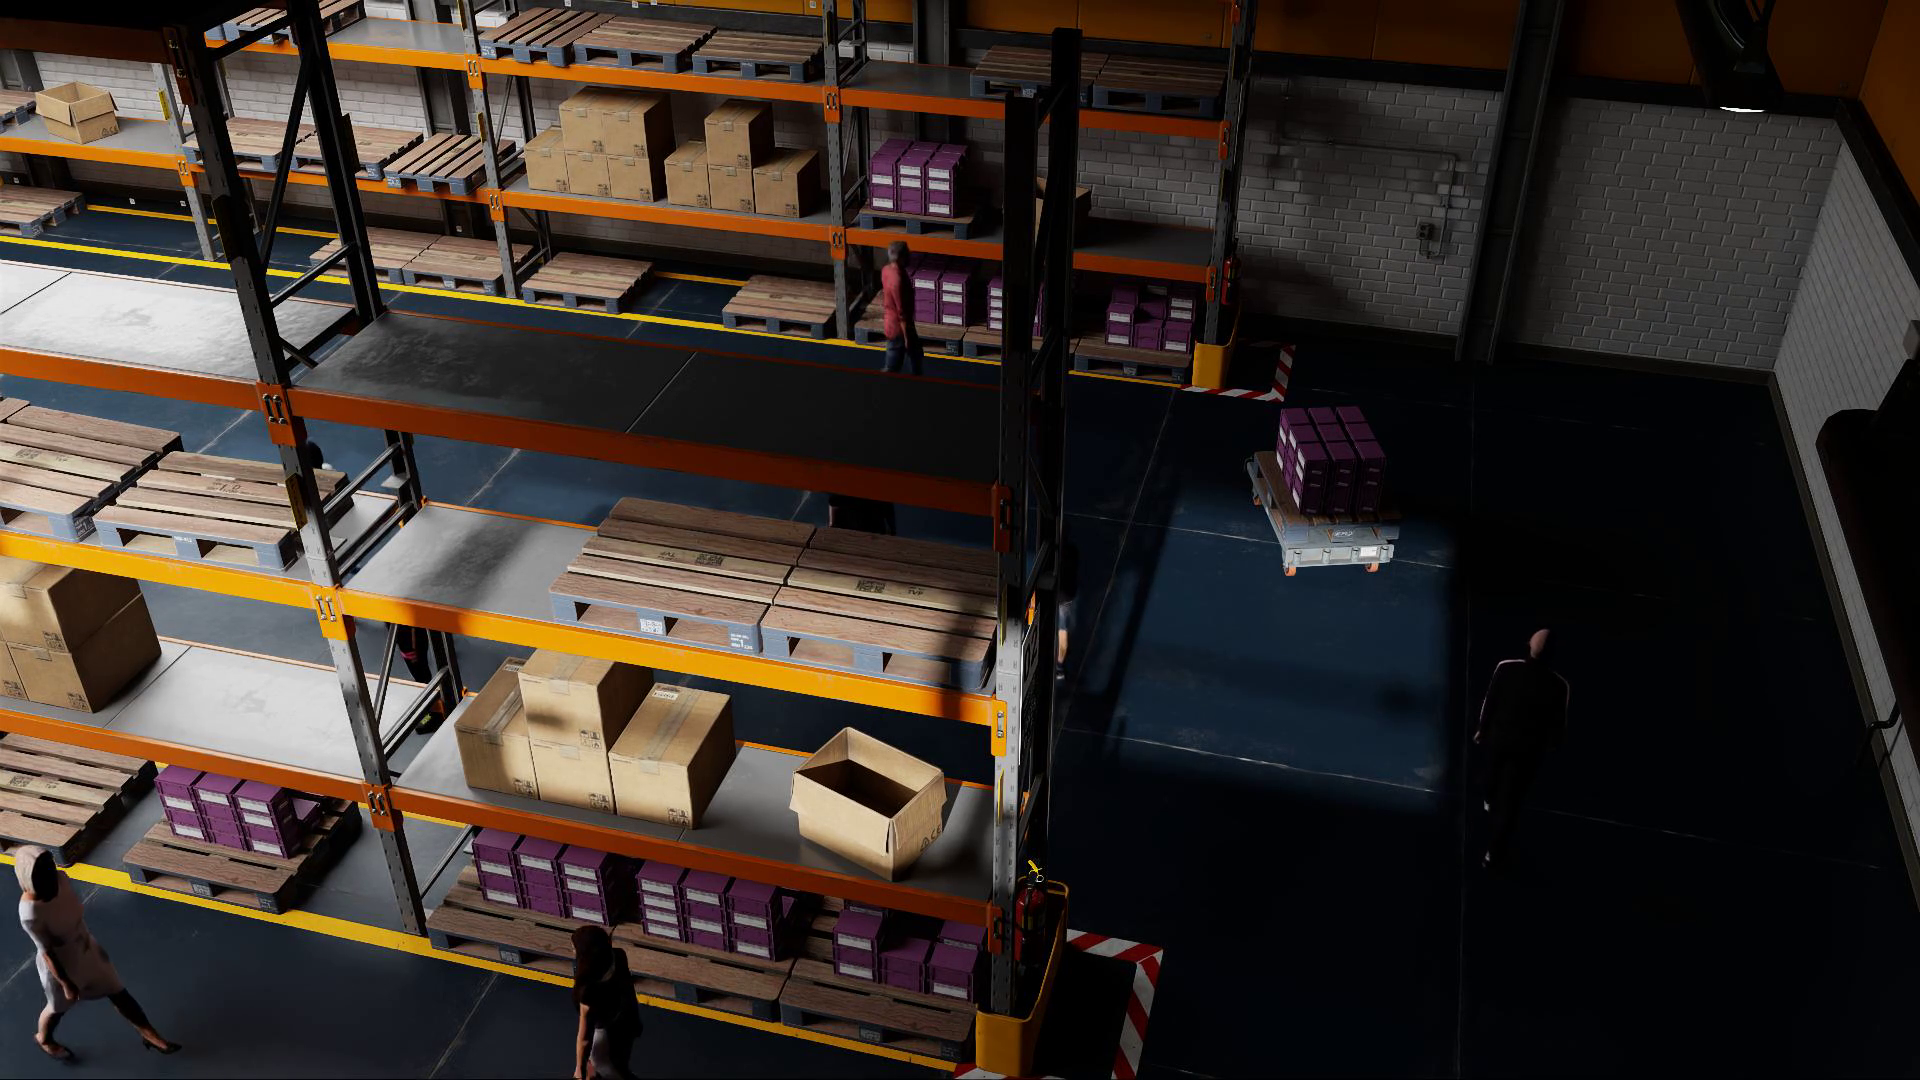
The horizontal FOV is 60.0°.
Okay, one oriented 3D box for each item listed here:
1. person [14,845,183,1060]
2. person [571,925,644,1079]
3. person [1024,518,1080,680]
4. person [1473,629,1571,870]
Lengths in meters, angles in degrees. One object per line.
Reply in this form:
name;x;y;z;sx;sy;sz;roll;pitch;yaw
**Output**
person;-5.275;2.455;9.687;1.133;1.706;0.728;3;34;4
person;-1.819;2.812;9.107;1.098;1.752;0.588;8;34;12
person;0.753;0.458;12.942;0.838;1.428;0.828;-9;35;-13
person;3.689;1.433;11.137;1.056;1.802;0.961;20;38;27
